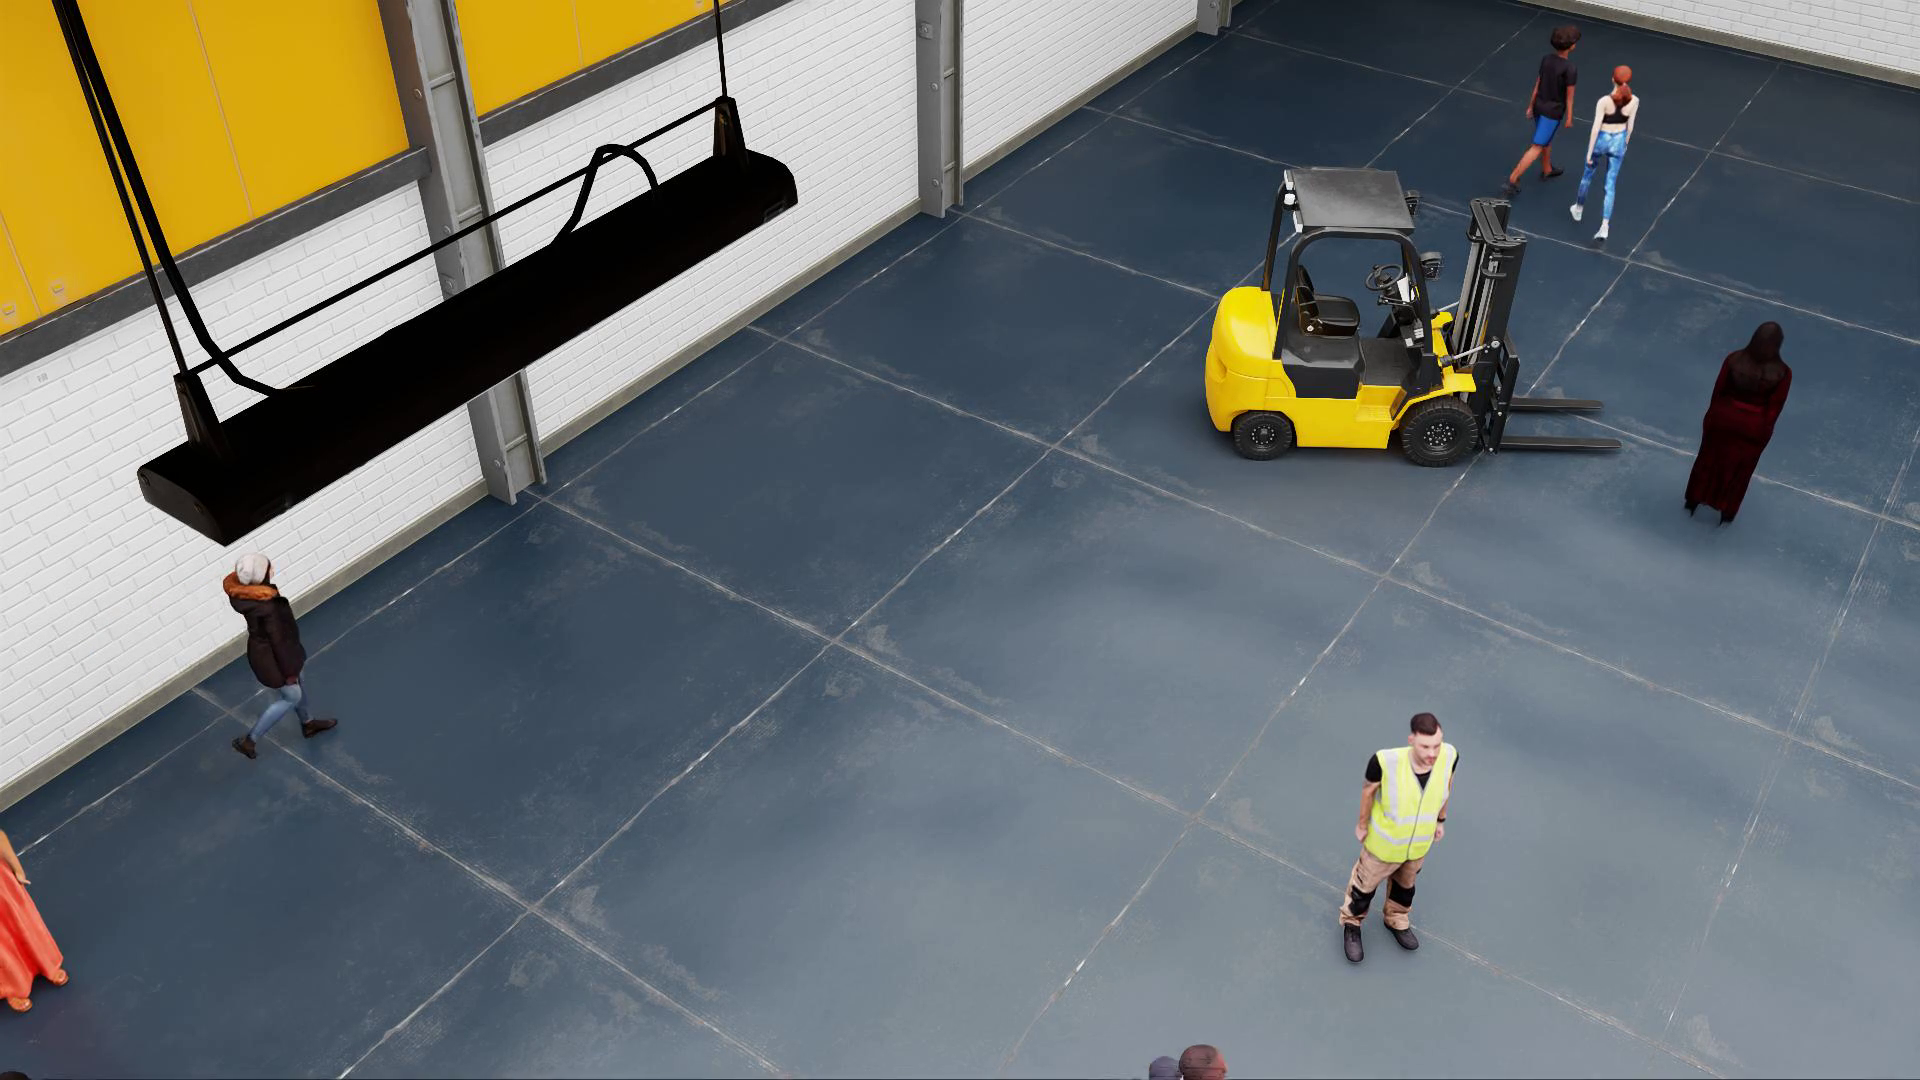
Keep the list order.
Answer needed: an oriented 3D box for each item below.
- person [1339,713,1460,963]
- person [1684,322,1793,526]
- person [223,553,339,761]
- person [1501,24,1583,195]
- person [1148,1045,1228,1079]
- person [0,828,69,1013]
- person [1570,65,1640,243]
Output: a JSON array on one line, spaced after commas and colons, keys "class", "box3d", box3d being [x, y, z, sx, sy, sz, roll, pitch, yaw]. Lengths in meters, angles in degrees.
[{"class": "person", "box3d": [2.527, 1.673, 9.537, 0.855, 1.846, 0.915, -6, 39, -8]}, {"class": "person", "box3d": [6.008, -0.898, 12.828, 0.665, 1.756, 0.614, 21, 43, 24]}, {"class": "person", "box3d": [-4.533, 0.780, 10.841, 0.999, 1.615, 0.796, -27, 46, -30]}, {"class": "person", "box3d": [6.048, -4.423, 17.238, 1.252, 1.761, 0.980, -18, 42, -21]}, {"class": "person", "box3d": [0.987, 3.002, 7.906, 1.131, 1.804, 1.022, -13, 40, -15]}, {"class": "person", "box3d": [-5.469, 1.928, 9.254, 0.666, 1.802, 0.492, 24, 44, 27]}, {"class": "person", "box3d": [6.430, -3.803, 16.467, 0.908, 1.755, 1.213, 6, 39, 7]}]
